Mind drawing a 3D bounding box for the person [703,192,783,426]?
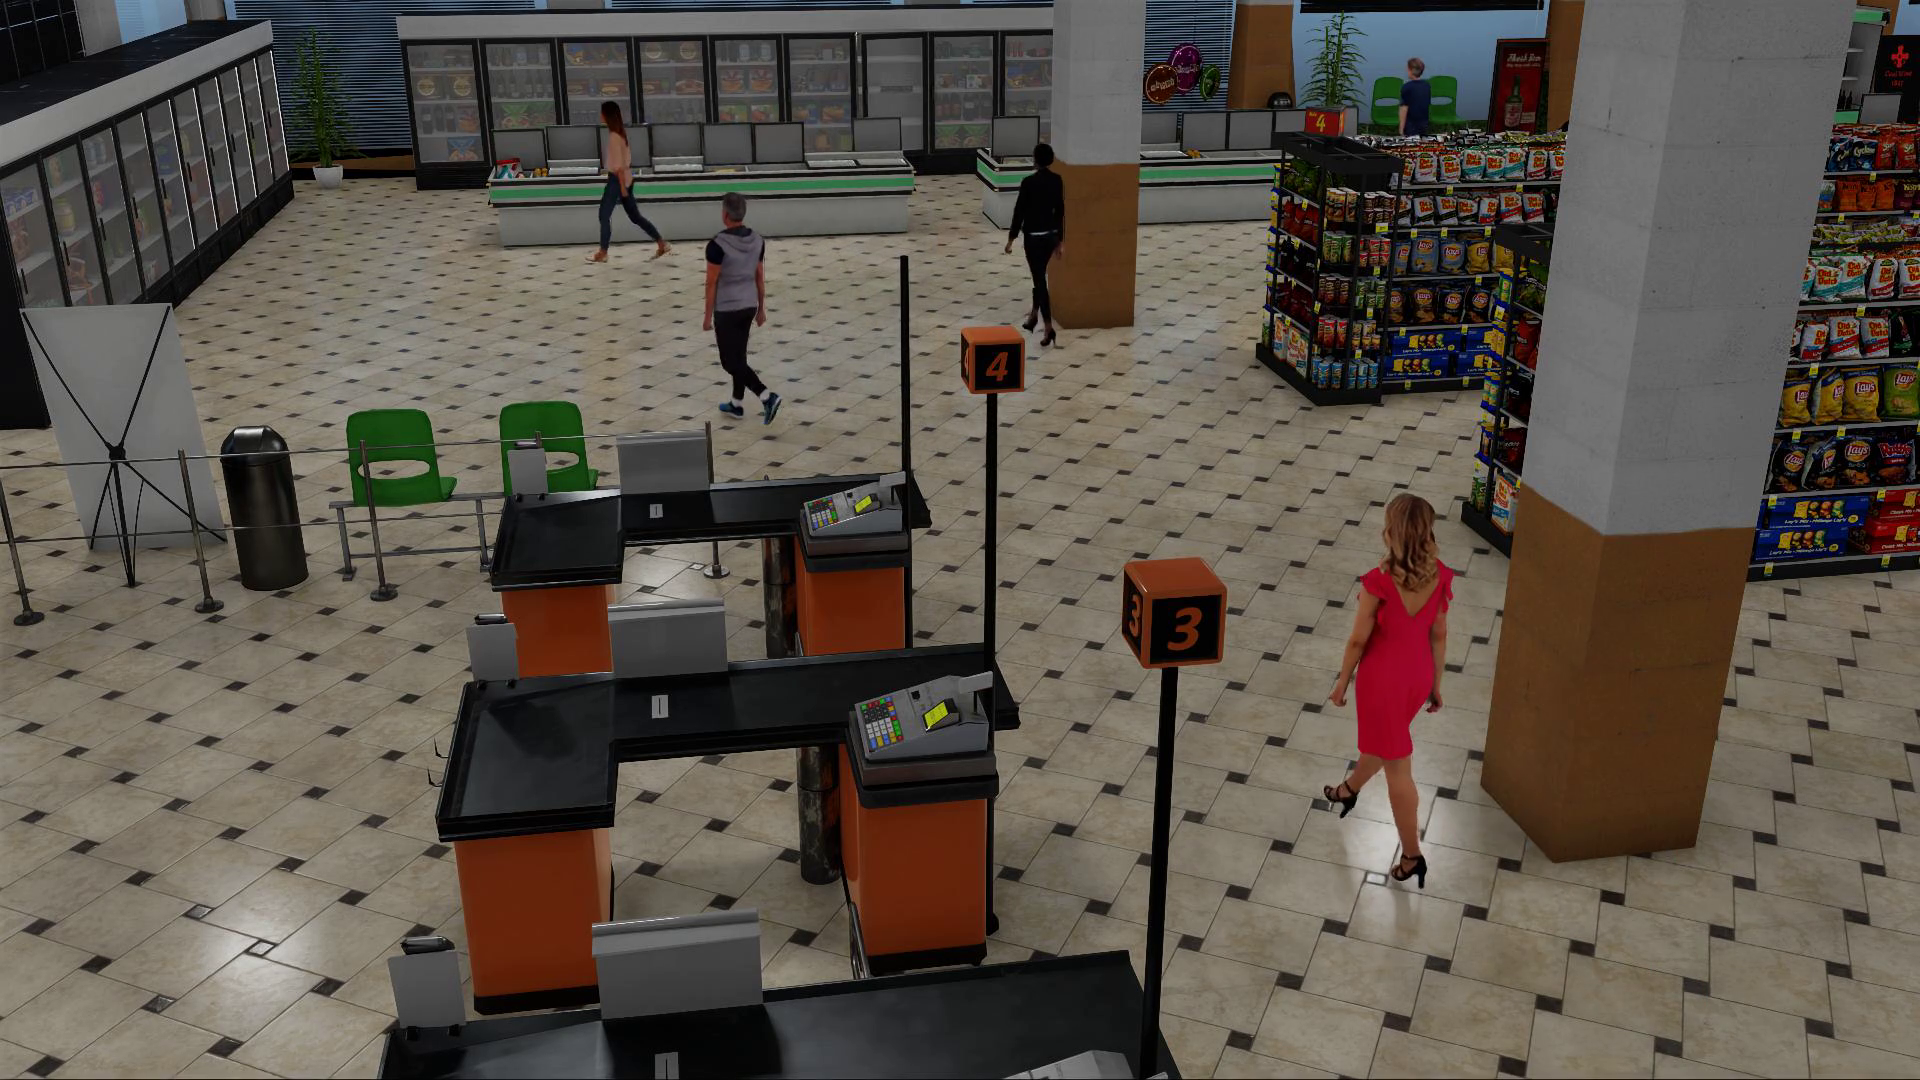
[{"bbox_3d":[-1.670,-1.742,12.843,1.151,1.809,1.124,17,28,37],"label":"person"}]

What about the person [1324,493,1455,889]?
[{"bbox_3d":[1.873,0.672,7.003,1.000,1.685,0.776,-9,23,-20],"label":"person"}]

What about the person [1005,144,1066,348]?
[{"bbox_3d":[0.773,-2.636,15.063,0.936,1.814,0.876,-13,25,-30],"label":"person"}]

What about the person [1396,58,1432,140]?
[{"bbox_3d":[5.957,-5.274,21.624,1.105,1.816,0.843,-5,23,-13],"label":"person"}]

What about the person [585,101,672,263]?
[{"bbox_3d":[-3.637,-3.894,18.284,1.220,1.746,0.759,0,22,1],"label":"person"}]
